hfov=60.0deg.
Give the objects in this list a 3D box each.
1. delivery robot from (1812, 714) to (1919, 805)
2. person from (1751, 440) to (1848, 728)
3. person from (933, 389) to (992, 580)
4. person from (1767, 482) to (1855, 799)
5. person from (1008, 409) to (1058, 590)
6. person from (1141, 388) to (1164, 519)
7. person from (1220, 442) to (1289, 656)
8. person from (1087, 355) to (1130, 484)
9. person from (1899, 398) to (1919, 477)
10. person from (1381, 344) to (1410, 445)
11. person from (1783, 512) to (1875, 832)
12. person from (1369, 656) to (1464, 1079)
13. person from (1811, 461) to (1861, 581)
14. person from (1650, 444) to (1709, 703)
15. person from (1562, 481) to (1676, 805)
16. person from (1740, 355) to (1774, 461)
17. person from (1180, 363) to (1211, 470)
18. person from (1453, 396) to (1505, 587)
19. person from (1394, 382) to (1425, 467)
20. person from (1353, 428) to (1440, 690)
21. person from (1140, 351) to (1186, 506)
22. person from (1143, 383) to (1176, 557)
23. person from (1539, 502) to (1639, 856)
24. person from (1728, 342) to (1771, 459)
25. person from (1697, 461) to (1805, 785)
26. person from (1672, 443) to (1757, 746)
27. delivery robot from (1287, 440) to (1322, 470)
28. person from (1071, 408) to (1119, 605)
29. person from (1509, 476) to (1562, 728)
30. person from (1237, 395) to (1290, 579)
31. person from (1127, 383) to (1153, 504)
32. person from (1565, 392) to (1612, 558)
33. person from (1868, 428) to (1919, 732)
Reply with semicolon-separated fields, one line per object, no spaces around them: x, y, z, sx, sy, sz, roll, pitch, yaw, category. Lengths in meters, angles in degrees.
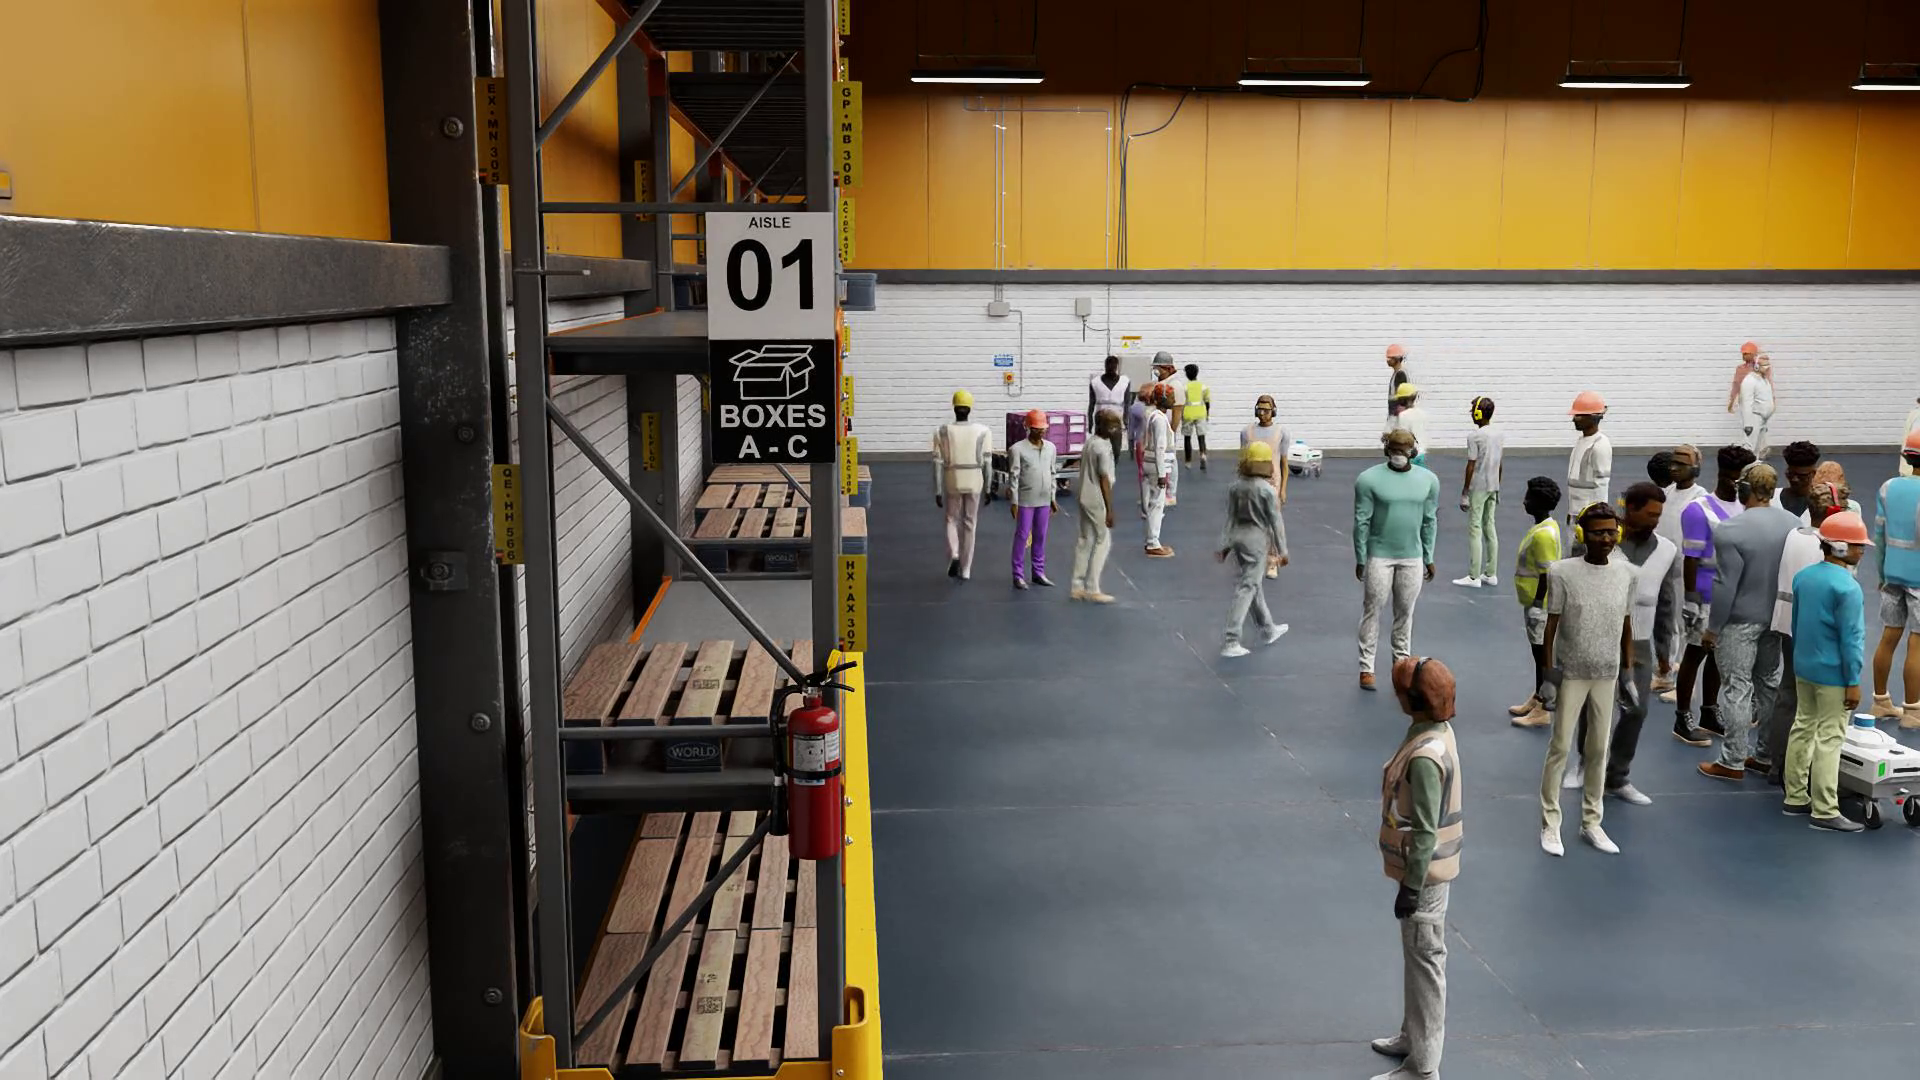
5.084;1.226;9.378;0.477;0.478;0.707;-2;9;-11;delivery robot
5.499;0.313;11.009;0.600;1.959;0.382;8;12;41;person
0.030;-0.545;16.535;0.595;1.910;0.444;0;9;-2;person
4.959;0.579;9.691;0.386;1.845;0.567;-2;9;-11;person
0.727;-0.399;16.121;0.572;1.749;0.343;-6;11;-35;person
2.409;-1.068;20.728;0.325;1.639;0.523;3;9;17;person
2.409;0.062;13.389;0.887;1.698;0.525;-6;11;-34;person
2.124;-1.704;23.864;0.608;1.894;0.451;0;9;-3;person
9.859;-0.666;16.901;0.537;2.000;0.690;2;9;15;person
6.392;-1.857;24.408;0.448;2.026;0.646;2;9;13;person
4.785;0.712;9.145;0.321;1.750;0.559;-1;9;-4;person
1.716;1.237;6.217;0.307;1.637;0.513;3;9;16;person
6.561;0.213;12.653;0.499;1.633;0.285;7;11;36;person
5.111;0.236;11.846;0.344;1.847;0.507;-2;9;-11;person
3.759;0.576;9.608;0.624;1.883;0.555;-1;9;-7;person
11.316;-1.668;23.615;0.409;1.907;0.648;9;12;43;person
3.645;-1.914;25.864;0.549;1.683;0.585;-1;9;-4;person
5.081;-0.467;16.219;0.510;1.862;0.327;-6;11;-33;person
5.404;-1.022;20.053;0.543;1.750;0.372;-8;12;-42;person
3.190;0.137;12.194;0.629;1.934;0.376;-1;9;-4;person
2.644;-1.477;21.991;0.537;2.000;0.682;-4;10;-24;person
2.153;-0.749;17.952;0.352;1.878;0.568;1;9;8;person
3.298;0.723;8.706;0.520;1.873;0.328;-1;9;-4;person
12.992;-2.270;27.264;0.959;1.961;0.635;-3;9;-16;person
4.713;0.494;9.934;0.627;1.941;0.371;-3;10;-20;person
4.917;0.352;10.761;0.611;1.957;0.396;-5;10;-28;person
5.104;-1.268;25.036;0.477;0.478;0.707;-6;11;-33;delivery robot
1.253;-0.314;15.379;0.402;1.821;0.584;-2;9;-14;person
3.891;0.414;11.190;0.321;1.697;0.529;3;10;18;person
3.032;-0.531;16.665;0.508;1.846;0.345;3;10;18;person
2.473;-1.280;22.100;0.508;1.599;0.674;0;9;-1;person
5.362;-0.255;14.316;0.381;2.042;0.607;0;9;1;person
6.383;0.253;11.106;0.361;2.047;0.614;-2;9;-13;person
